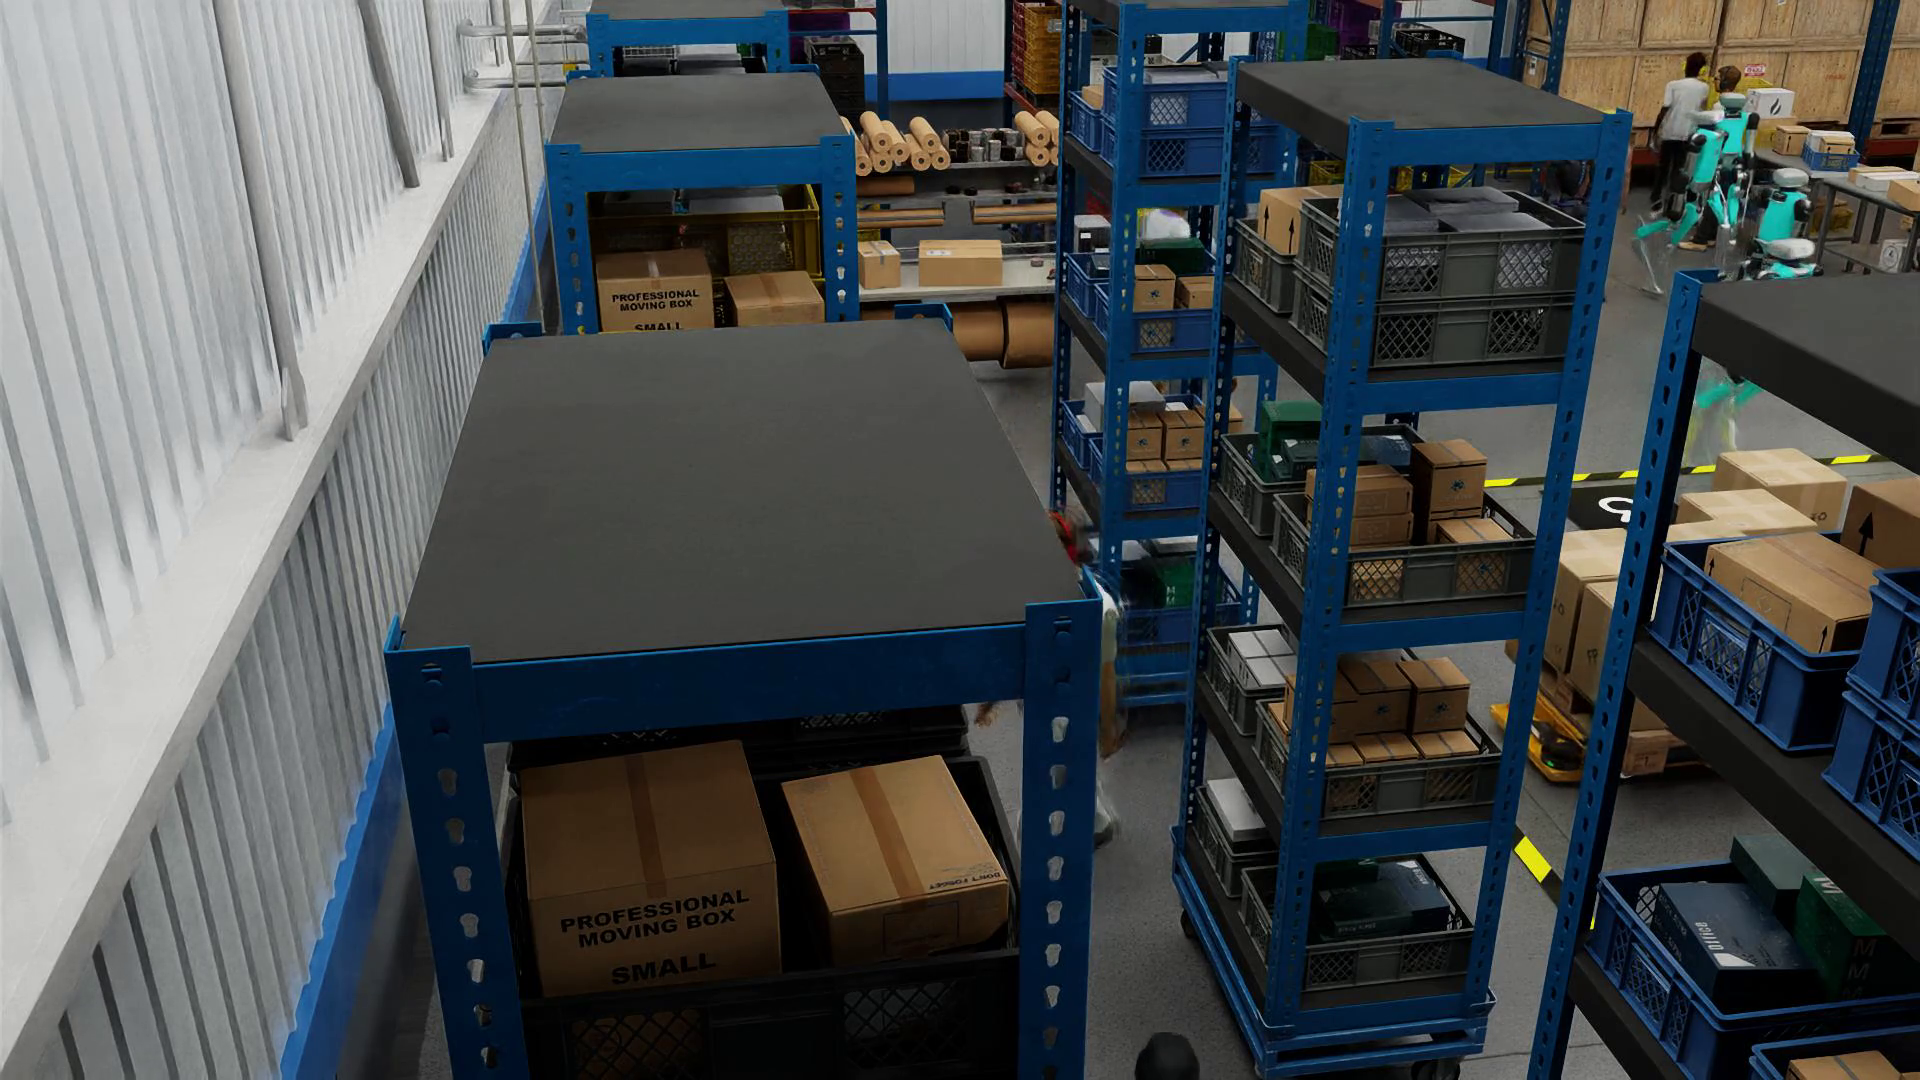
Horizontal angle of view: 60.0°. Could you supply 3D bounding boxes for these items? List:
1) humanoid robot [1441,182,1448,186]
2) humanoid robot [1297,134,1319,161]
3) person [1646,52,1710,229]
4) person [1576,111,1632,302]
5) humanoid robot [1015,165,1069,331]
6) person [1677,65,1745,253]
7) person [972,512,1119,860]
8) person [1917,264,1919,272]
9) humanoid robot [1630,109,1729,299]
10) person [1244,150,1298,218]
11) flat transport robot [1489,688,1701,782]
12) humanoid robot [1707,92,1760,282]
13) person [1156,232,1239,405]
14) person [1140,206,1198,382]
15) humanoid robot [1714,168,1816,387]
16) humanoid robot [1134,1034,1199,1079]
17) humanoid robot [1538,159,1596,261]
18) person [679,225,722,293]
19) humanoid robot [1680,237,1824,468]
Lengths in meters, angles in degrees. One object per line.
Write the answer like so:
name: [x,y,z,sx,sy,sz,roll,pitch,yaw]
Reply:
humanoid robot: [5.317,-4.641,18.762,0.745,1.643,0.586,-6,25,-13]
humanoid robot: [3.856,-4.490,18.427,0.761,1.628,0.590,-1,25,-3]
person: [7.616,-4.257,17.710,0.579,1.815,0.821,7,26,14]
person: [5.840,-3.065,15.237,0.567,1.714,0.839,4,25,9]
humanoid robot: [0.765,-2.482,14.045,0.618,1.644,0.531,-17,29,-32]
person: [7.583,-3.824,16.723,0.504,1.846,0.345,-21,32,-39]
person: [0.368,0.699,6.951,0.979,1.793,0.587,-21,32,-38]
person: [7.877,-2.170,13.149,0.429,1.837,0.627,-9,26,-20]
humanoid robot: [6.452,-3.003,15.153,0.547,1.864,0.736,-19,31,-35]
person: [2.664,-2.762,14.422,0.527,1.842,0.529,1,25,3]
flat transport robot: [3.469,0.896,8.317,1.431,0.197,0.652,-4,25,-9]
humanoid robot: [7.263,-3.249,15.663,0.553,1.765,1.016,2,25,5]
person: [1.542,-1.095,10.785,0.587,1.853,0.373,-3,25,-7]
person: [1.595,-1.693,11.912,1.019,1.989,0.627,-10,26,-20]
humanoid robot: [5.997,-1.919,12.791,0.754,1.837,0.535,-4,25,-8]
humanoid robot: [0.448,1.960,4.408,0.611,1.626,0.767,0,25,0]
humanoid robot: [5.434,-2.905,14.949,0.589,1.642,0.607,-10,27,-21]
person: [-1.798,-1.259,11.096,0.557,1.887,0.887,0,25,0]
humanoid robot: [5.238,-1.212,11.261,0.530,1.818,0.832,-11,27,-22]
